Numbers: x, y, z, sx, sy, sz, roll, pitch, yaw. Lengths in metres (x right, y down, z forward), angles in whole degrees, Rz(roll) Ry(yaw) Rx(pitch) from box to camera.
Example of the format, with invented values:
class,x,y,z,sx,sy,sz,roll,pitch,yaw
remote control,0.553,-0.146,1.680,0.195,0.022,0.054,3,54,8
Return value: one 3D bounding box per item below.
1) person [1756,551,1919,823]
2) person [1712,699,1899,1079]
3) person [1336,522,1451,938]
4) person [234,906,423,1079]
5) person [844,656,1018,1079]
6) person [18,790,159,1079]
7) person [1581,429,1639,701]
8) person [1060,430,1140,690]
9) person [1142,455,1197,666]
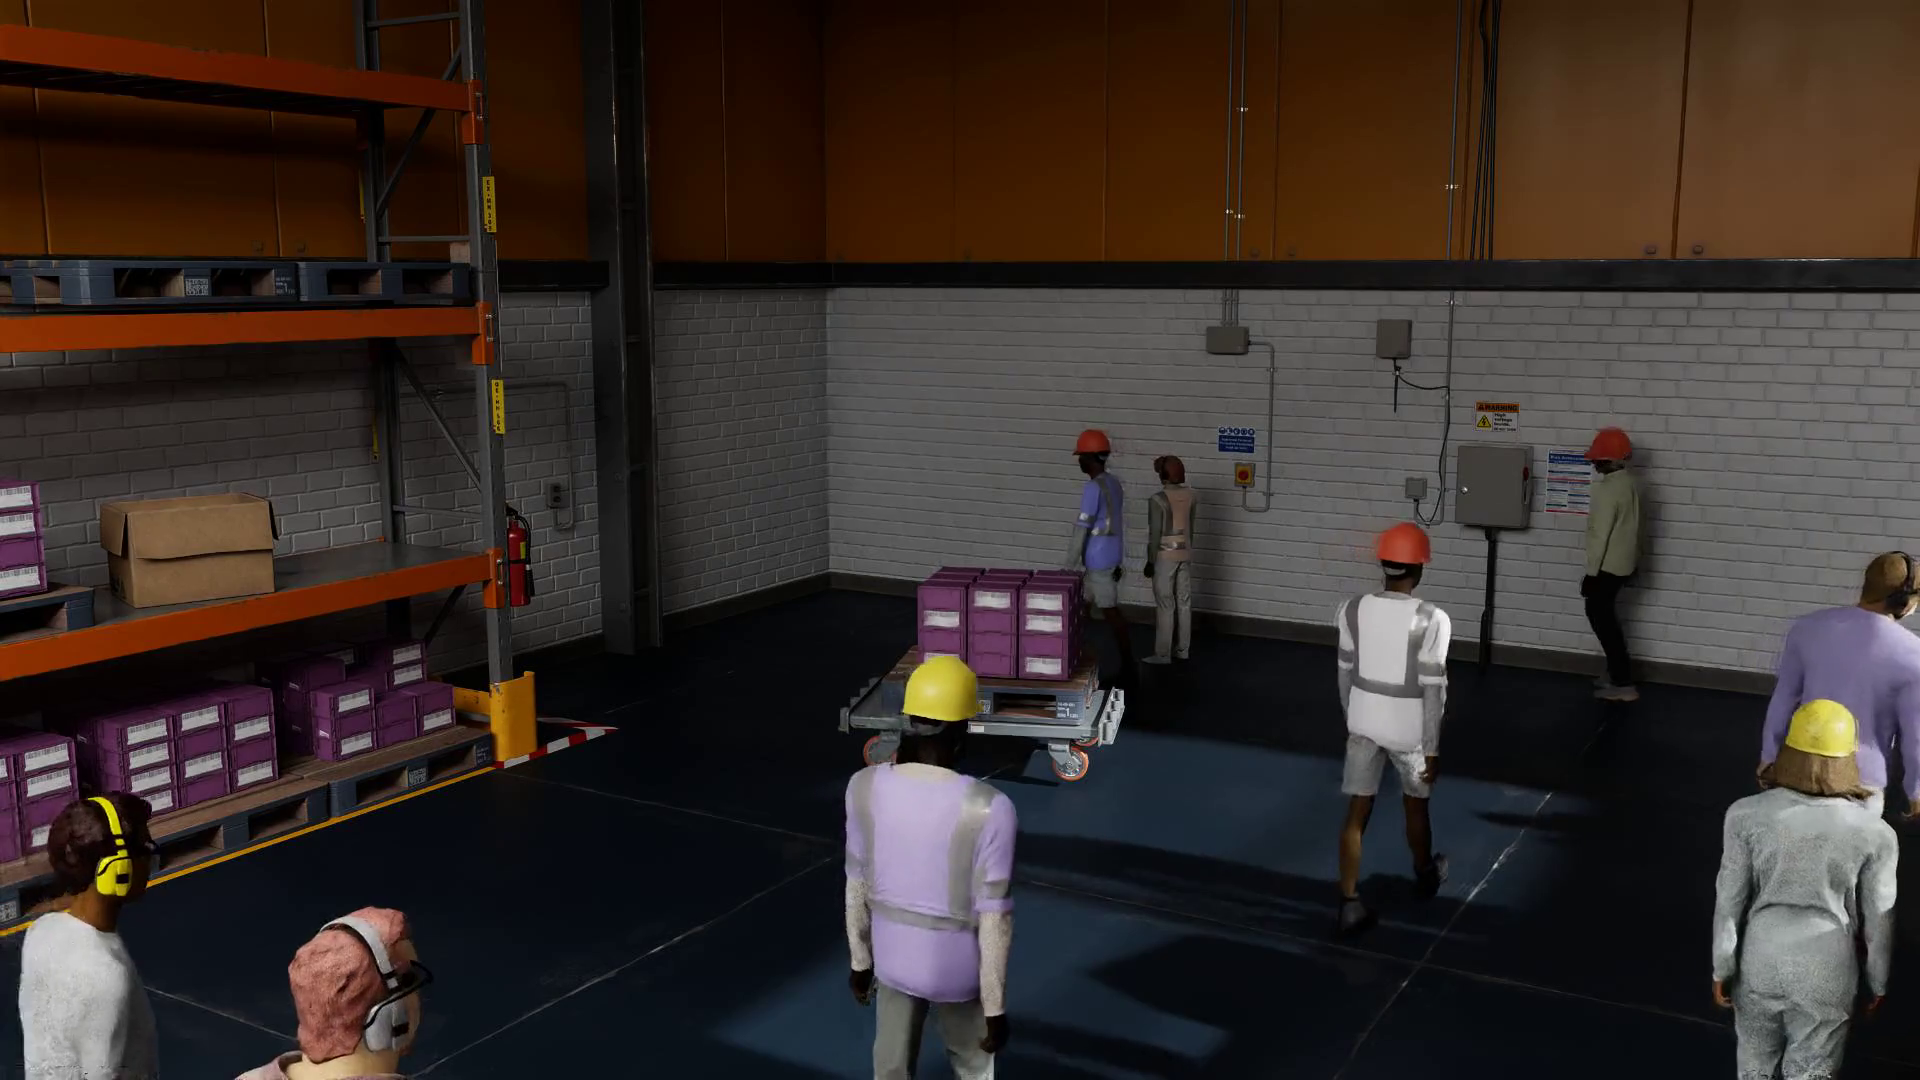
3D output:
class,x,y,z,sx,sy,sz,roll,pitch,yaw
person,3.767,0.975,6.969,0.759,1.904,0.669,-5,10,-28
person,2.671,1.335,5.273,0.499,1.711,0.728,5,11,31
person,2.031,0.853,7.780,0.567,1.881,0.978,7,12,38
person,-1.050,1.600,3.059,0.647,1.907,0.408,5,10,27
person,-0.110,1.287,5.064,0.596,1.888,0.939,4,10,25
person,-2.093,1.503,3.967,0.535,1.821,0.975,8,12,39
person,4.628,0.180,11.801,0.444,1.953,0.700,7,11,36
person,0.906,0.146,12.146,0.945,1.889,0.576,3,10,18
person,1.631,0.158,12.893,0.512,1.637,0.307,-9,12,-43
